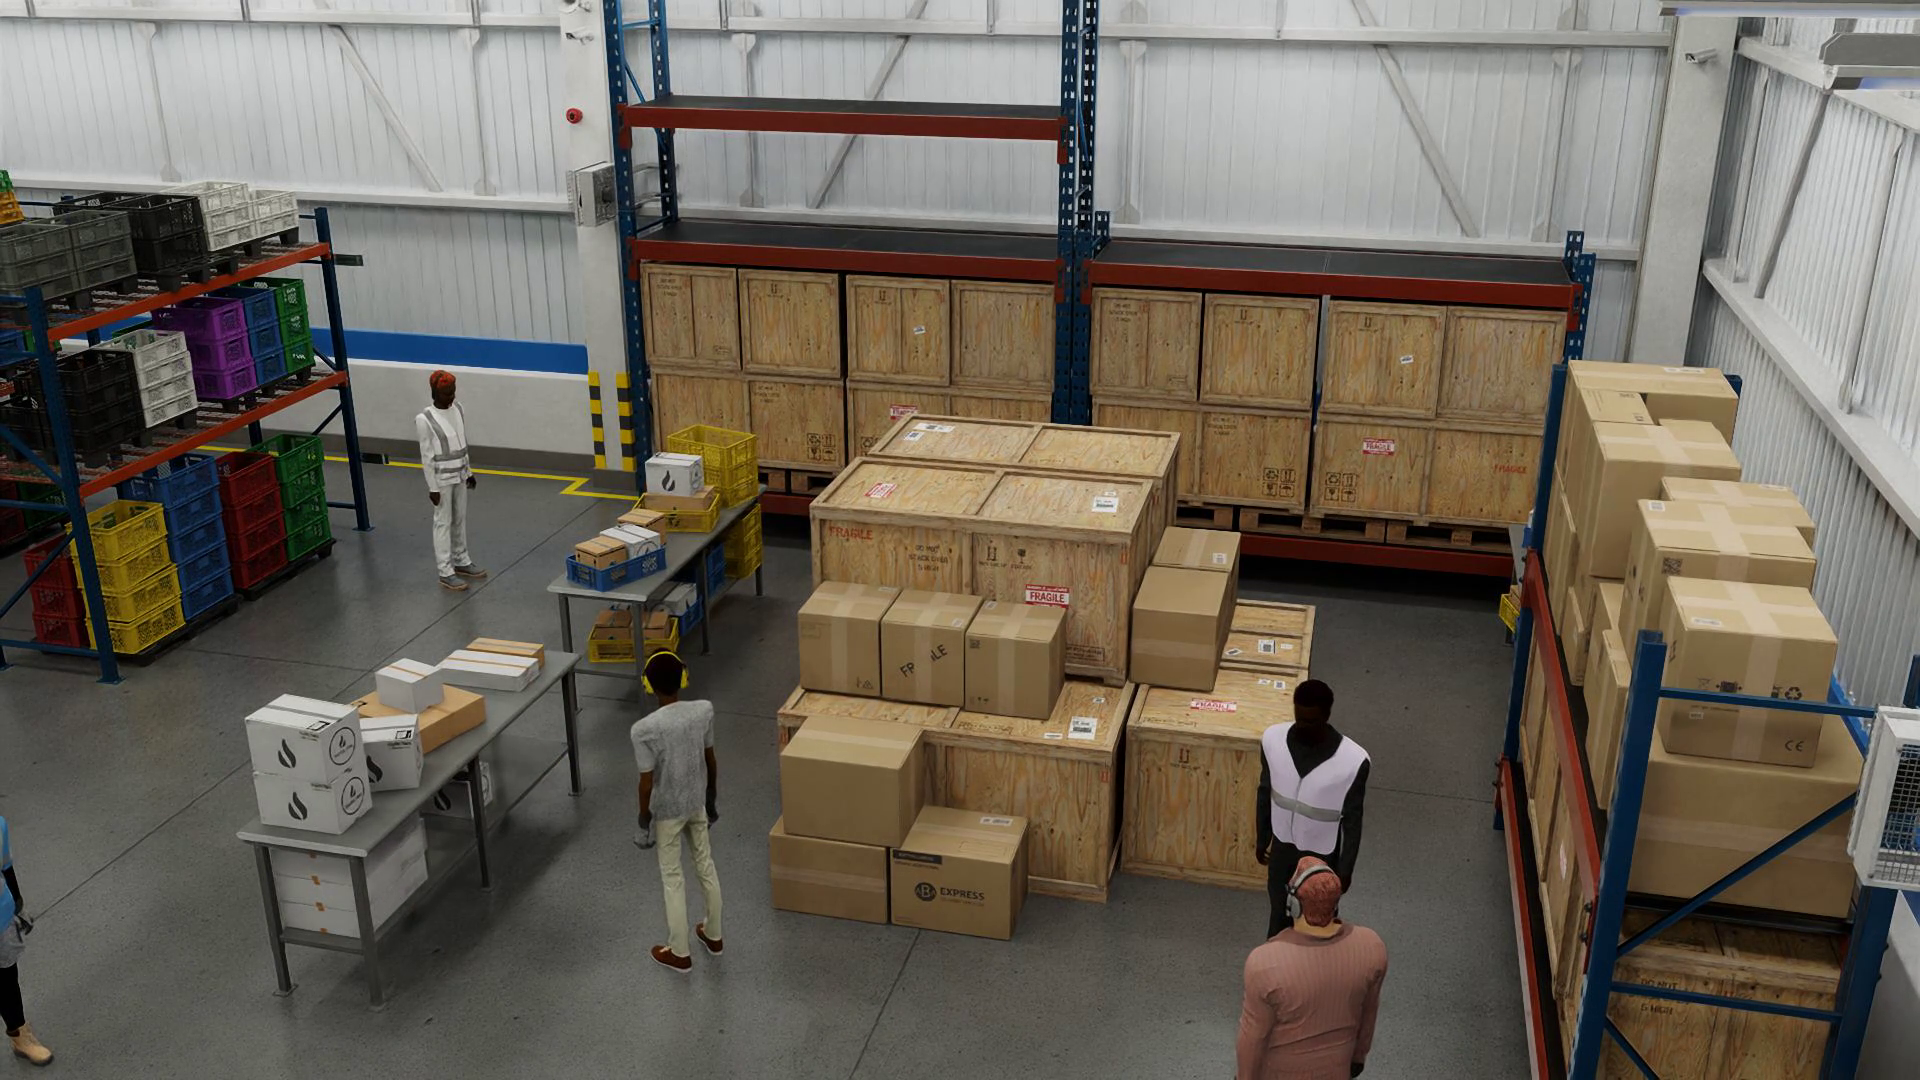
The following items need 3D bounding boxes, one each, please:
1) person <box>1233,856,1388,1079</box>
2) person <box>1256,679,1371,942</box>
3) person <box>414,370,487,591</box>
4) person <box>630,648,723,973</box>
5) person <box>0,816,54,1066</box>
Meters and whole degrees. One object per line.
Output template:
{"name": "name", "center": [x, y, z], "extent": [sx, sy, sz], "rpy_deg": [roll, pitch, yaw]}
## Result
{"name": "person", "center": [1.432, 2.194, 7.018], "extent": [0.643, 1.892, 0.410], "rpy_deg": [-7, 22, -18]}
{"name": "person", "center": [1.789, 1.578, 8.607], "extent": [0.578, 1.910, 0.396], "rpy_deg": [15, 25, 34]}
{"name": "person", "center": [-4.334, -0.524, 14.131], "extent": [0.356, 1.887, 0.572], "rpy_deg": [7, 22, 17]}
{"name": "person", "center": [-1.533, 1.459, 8.977], "extent": [0.513, 1.866, 0.331], "rpy_deg": [-17, 27, -38]}
{"name": "person", "center": [-4.790, 1.888, 8.082], "extent": [0.320, 1.697, 0.532], "rpy_deg": [12, 24, 29]}
